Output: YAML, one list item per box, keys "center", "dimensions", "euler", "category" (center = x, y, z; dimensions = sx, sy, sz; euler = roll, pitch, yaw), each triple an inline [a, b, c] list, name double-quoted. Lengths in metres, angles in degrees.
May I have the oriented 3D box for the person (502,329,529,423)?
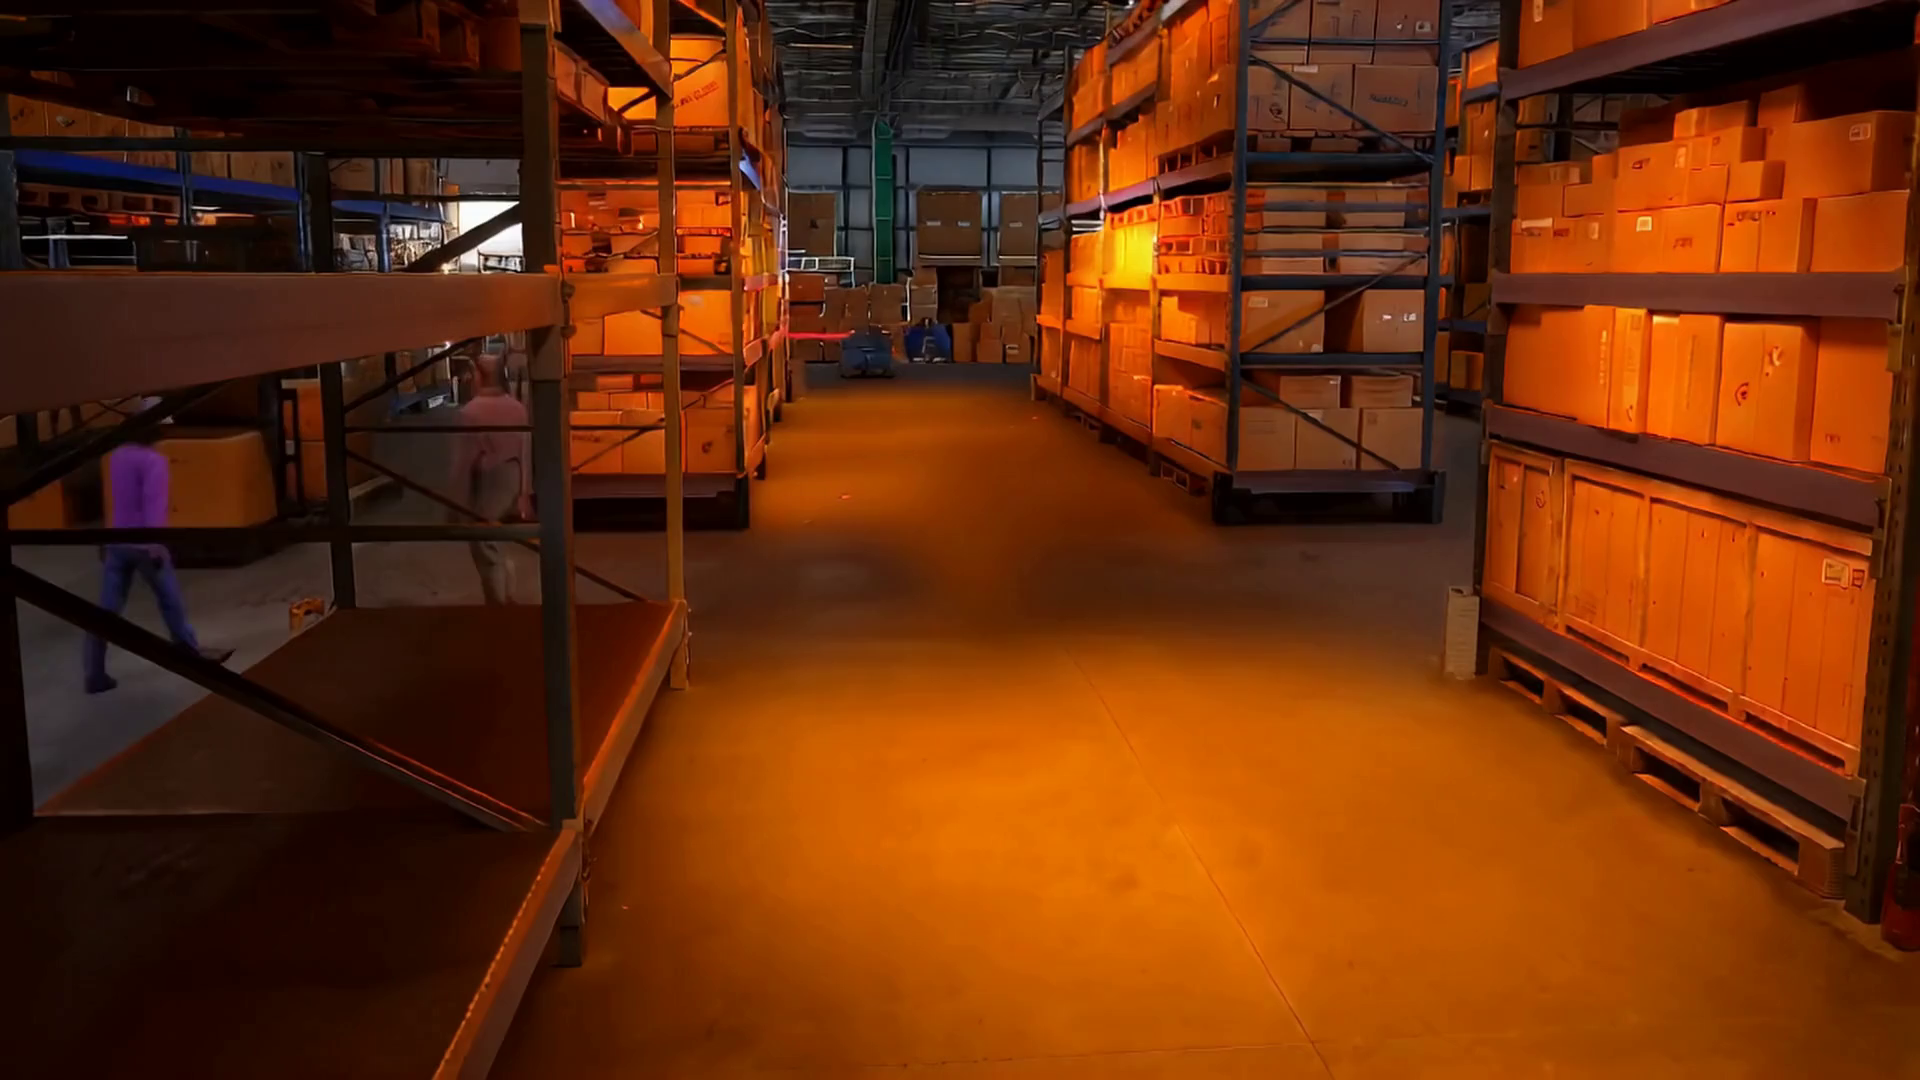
- center: [-7.166, -2.863, 27.124]
  dimensions: [0.557, 1.924, 0.495]
  euler: [-2, 9, -11]
  category: "person"

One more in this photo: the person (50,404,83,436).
- center: [-13.189, -2.302, 24.435]
  dimensions: [0.545, 1.651, 0.866]
  euler: [-1, 9, -6]
  category: "person"

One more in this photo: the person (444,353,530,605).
- center: [-3.155, -0.286, 11.038]
  dimensions: [0.436, 1.892, 0.646]
  euler: [3, 10, 18]
  category: "person"

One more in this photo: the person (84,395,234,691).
- center: [-4.773, 0.007, 9.725]
  dimensions: [0.627, 1.701, 0.919]
  euler: [5, 11, 31]
  category: "person"

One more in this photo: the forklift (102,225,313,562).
- center: [-6.487, -1.292, 14.242]
  dimensions: [1.129, 2.768, 1.873]
  euler: [-1, 9, -4]
  category: "forklift"
